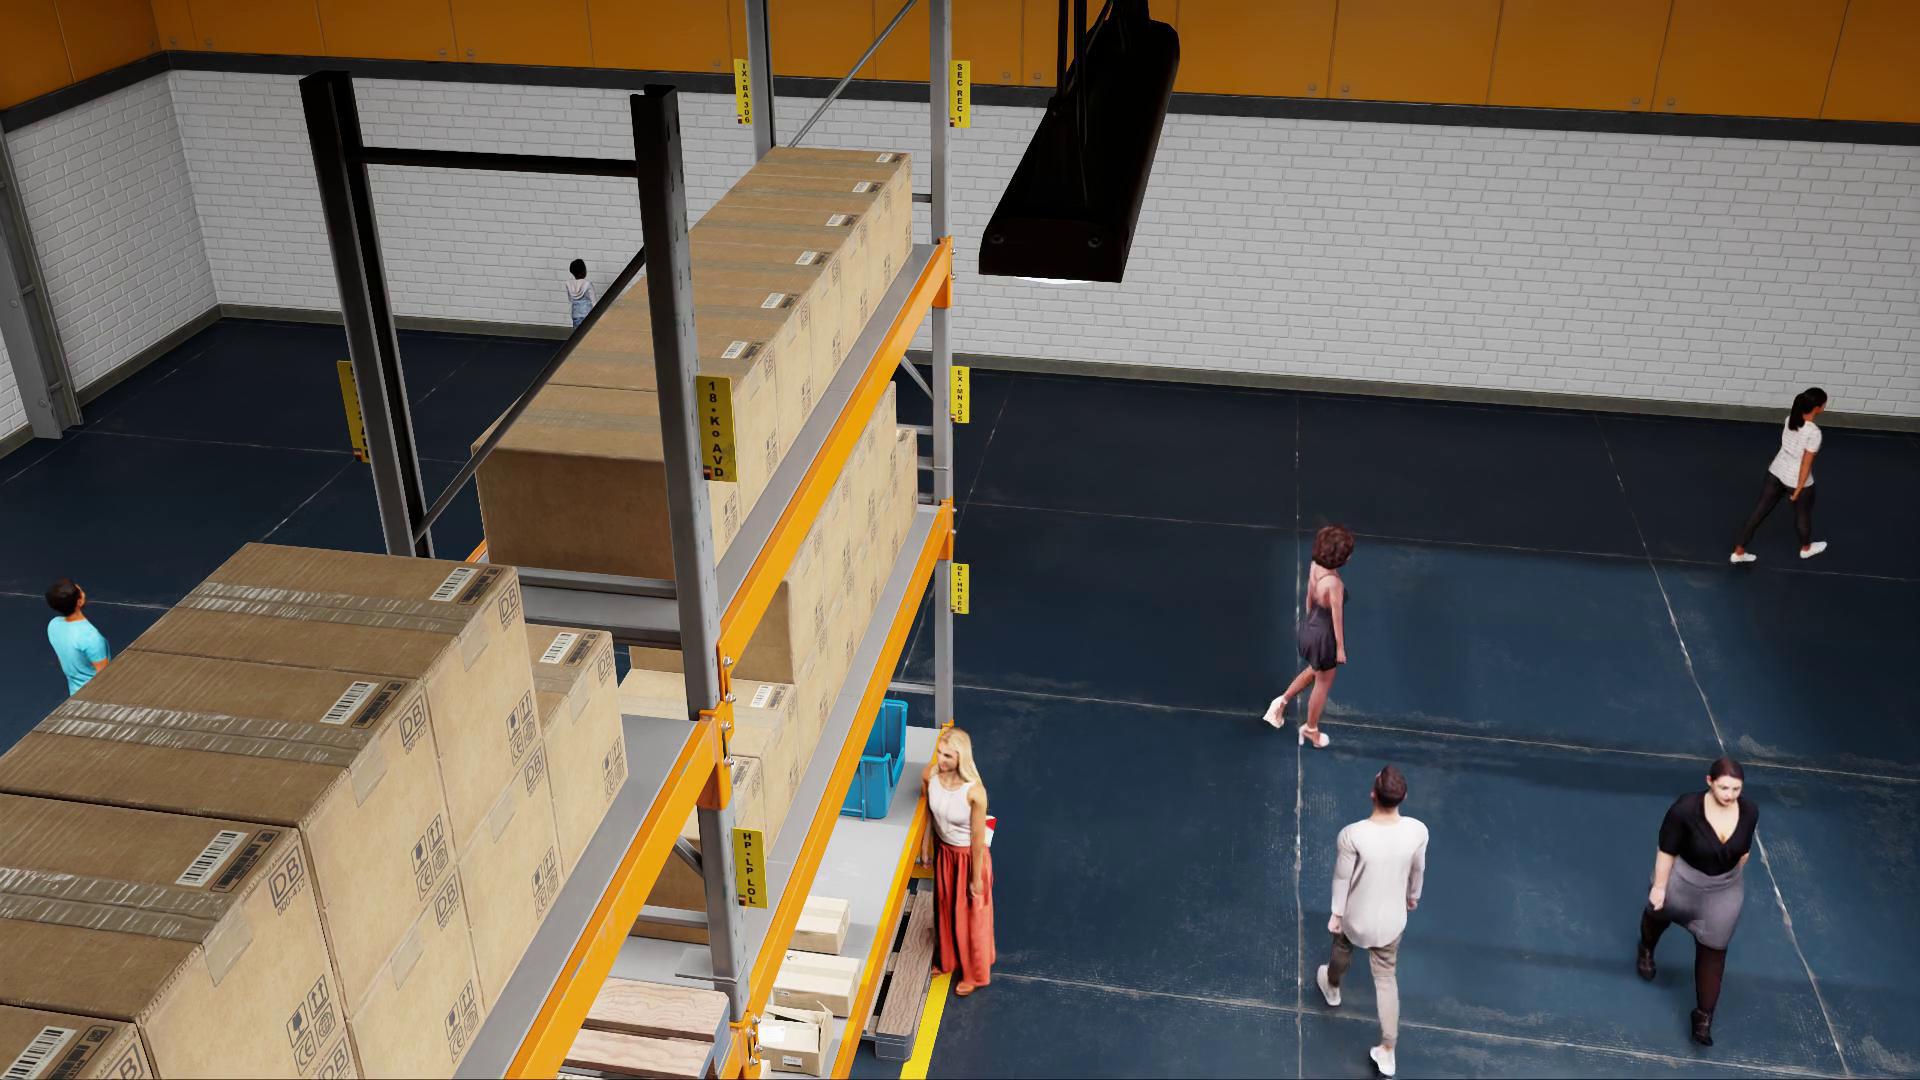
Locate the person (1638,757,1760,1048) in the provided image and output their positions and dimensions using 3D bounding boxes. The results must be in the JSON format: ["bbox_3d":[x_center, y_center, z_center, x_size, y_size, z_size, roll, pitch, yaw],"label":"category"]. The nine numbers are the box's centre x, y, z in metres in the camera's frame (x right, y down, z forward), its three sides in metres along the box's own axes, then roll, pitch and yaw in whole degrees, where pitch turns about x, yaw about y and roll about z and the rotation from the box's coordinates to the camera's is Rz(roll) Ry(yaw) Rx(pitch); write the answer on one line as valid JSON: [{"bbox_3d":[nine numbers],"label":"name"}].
[{"bbox_3d":[4.119,1.894,9.411,0.728,1.715,1.096,2,29,4],"label":"person"}]

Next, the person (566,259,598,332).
[{"bbox_3d":[-4.014,-2.393,17.744,0.490,1.260,0.495,7,29,12],"label":"person"}]

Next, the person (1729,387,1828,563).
[{"bbox_3d":[6.855,-0.490,13.905,0.982,1.597,1.105,-9,30,-16],"label":"person"}]

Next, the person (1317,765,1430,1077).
[{"bbox_3d":[2.267,2.061,9.010,0.892,1.804,1.226,-2,29,-4],"label":"person"}]

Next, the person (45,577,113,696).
[{"bbox_3d":[-5.679,1.032,10.923,0.680,1.780,0.633,16,32,26],"label":"person"}]

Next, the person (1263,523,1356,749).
[{"bbox_3d":[2.420,0.706,11.525,0.739,1.775,0.751,-4,29,-8],"label":"person"}]

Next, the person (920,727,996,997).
[{"bbox_3d":[0.006,1.812,9.472,0.720,1.800,0.749,21,35,33],"label":"person"}]
